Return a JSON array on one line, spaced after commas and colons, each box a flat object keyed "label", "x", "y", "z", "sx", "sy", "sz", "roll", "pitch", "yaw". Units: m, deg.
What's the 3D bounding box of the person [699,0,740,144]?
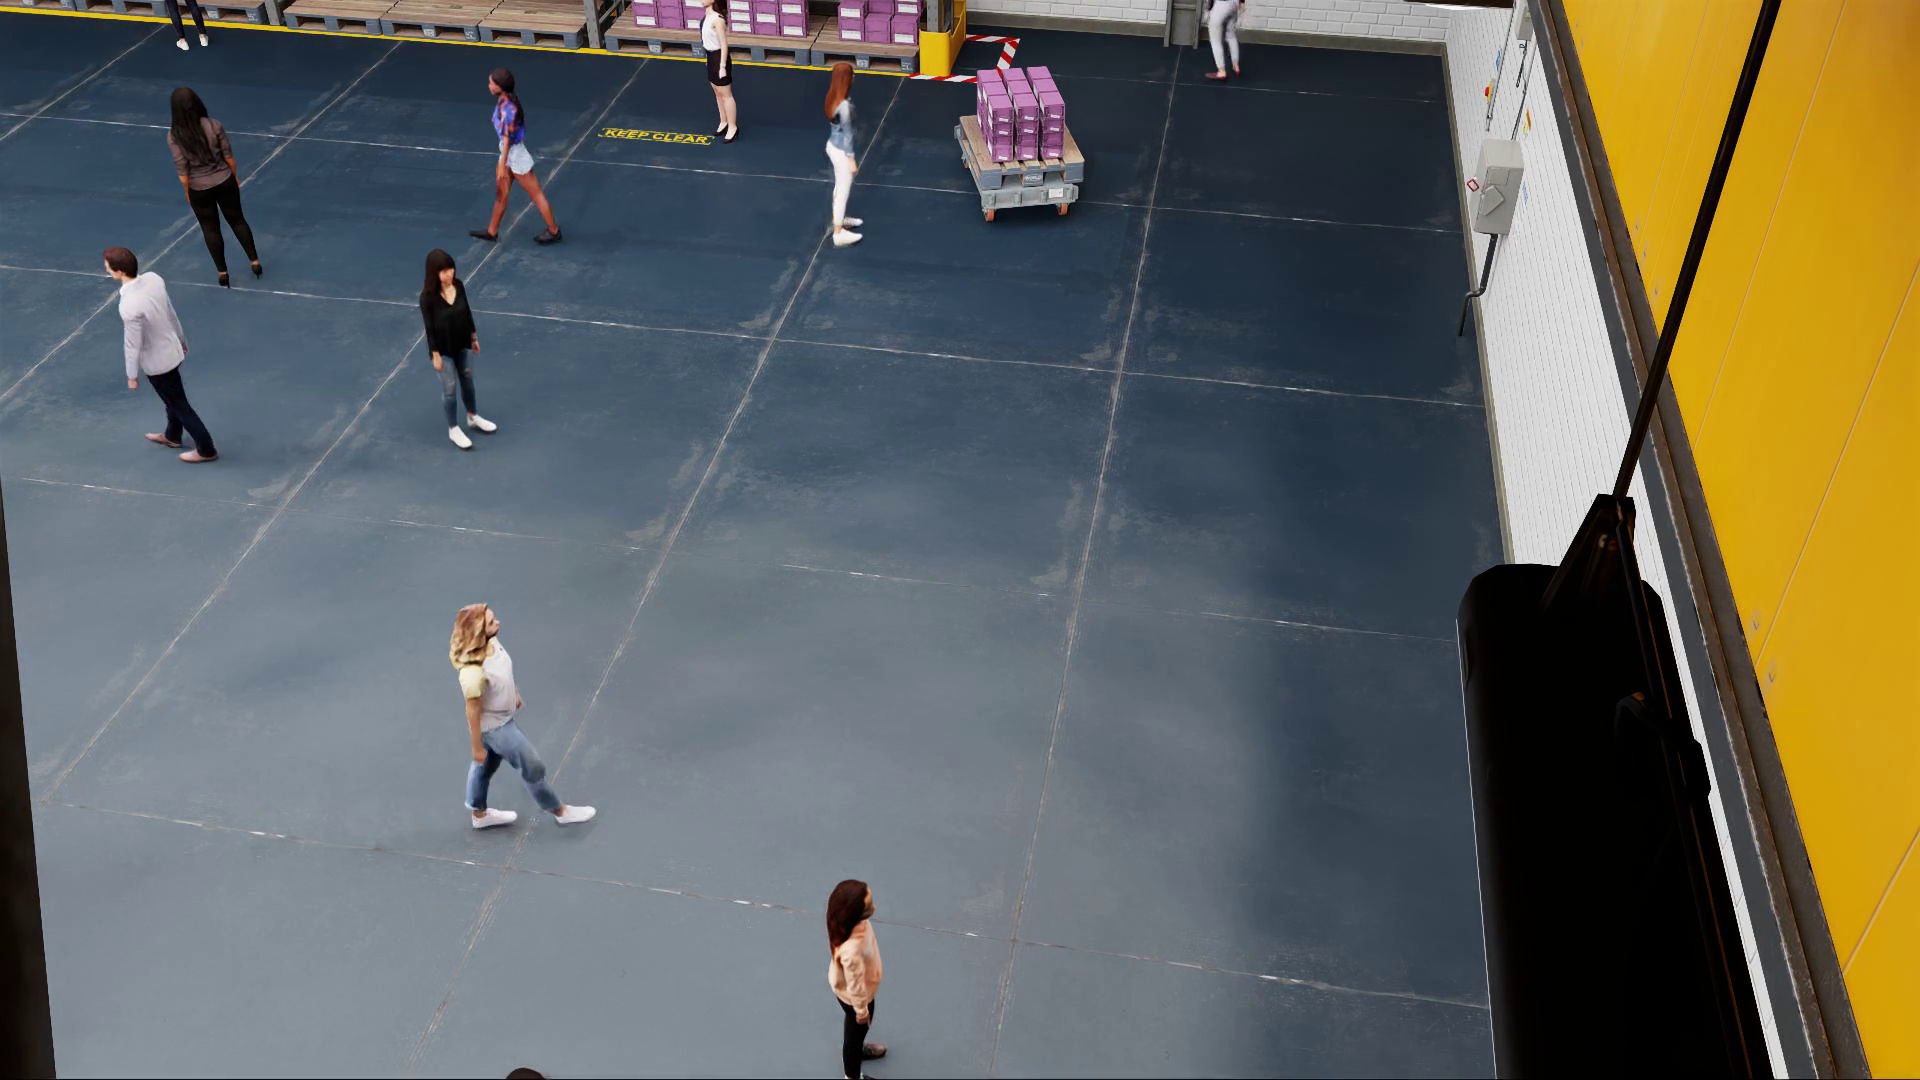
[{"label": "person", "x": -2.458, "y": -4.851, "z": 16.914, "sx": 0.679, "sy": 1.647, "sz": 0.638, "roll": -19, "pitch": 42, "yaw": -22}]

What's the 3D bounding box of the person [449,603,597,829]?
[{"label": "person", "x": -2.756, "y": 1.053, "z": 9.486, "sx": 1.071, "sy": 1.692, "sz": 0.825, "roll": -4, "pitch": 39, "yaw": -5}]

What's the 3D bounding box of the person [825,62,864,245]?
[{"label": "person", "x": -1.101, "y": -3.543, "z": 15.238, "sx": 0.708, "sy": 1.696, "sz": 0.707, "roll": -12, "pitch": 40, "yaw": -14}]

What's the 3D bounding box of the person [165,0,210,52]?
[{"label": "person", "x": -8.924, "y": -6.421, "z": 18.841, "sx": 0.698, "sy": 1.697, "sz": 0.761, "roll": -23, "pitch": 44, "yaw": -26}]

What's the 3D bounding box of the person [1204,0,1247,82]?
[{"label": "person", "x": 2.899, "y": -5.764, "z": 18.113, "sx": 0.790, "sy": 1.579, "sz": 0.820, "roll": -17, "pitch": 42, "yaw": -20}]

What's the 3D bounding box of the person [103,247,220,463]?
[{"label": "person", "x": -5.876, "y": -1.357, "z": 12.391, "sx": 0.905, "sy": 1.834, "sz": 0.776, "roll": 2, "pitch": 39, "yaw": 3}]

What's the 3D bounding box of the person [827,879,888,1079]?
[{"label": "person", "x": -0.510, "y": 2.189, "z": 8.231, "sx": 0.575, "sy": 1.483, "sz": 0.618, "roll": -3, "pitch": 39, "yaw": -3}]

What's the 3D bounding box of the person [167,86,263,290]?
[{"label": "person", "x": -6.533, "y": -3.079, "z": 14.540, "sx": 0.746, "sy": 1.842, "sz": 0.803, "roll": -24, "pitch": 45, "yaw": -27}]

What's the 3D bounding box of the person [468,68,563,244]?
[{"label": "person", "x": -3.934, "y": -3.449, "z": 15.112, "sx": 1.156, "sy": 1.707, "sz": 0.932, "roll": -11, "pitch": 40, "yaw": -13}]

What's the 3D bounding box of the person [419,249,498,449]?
[{"label": "person", "x": -3.899, "y": -1.496, "z": 12.716, "sx": 0.678, "sy": 1.644, "sz": 0.660, "roll": 27, "pitch": 46, "yaw": 30}]
